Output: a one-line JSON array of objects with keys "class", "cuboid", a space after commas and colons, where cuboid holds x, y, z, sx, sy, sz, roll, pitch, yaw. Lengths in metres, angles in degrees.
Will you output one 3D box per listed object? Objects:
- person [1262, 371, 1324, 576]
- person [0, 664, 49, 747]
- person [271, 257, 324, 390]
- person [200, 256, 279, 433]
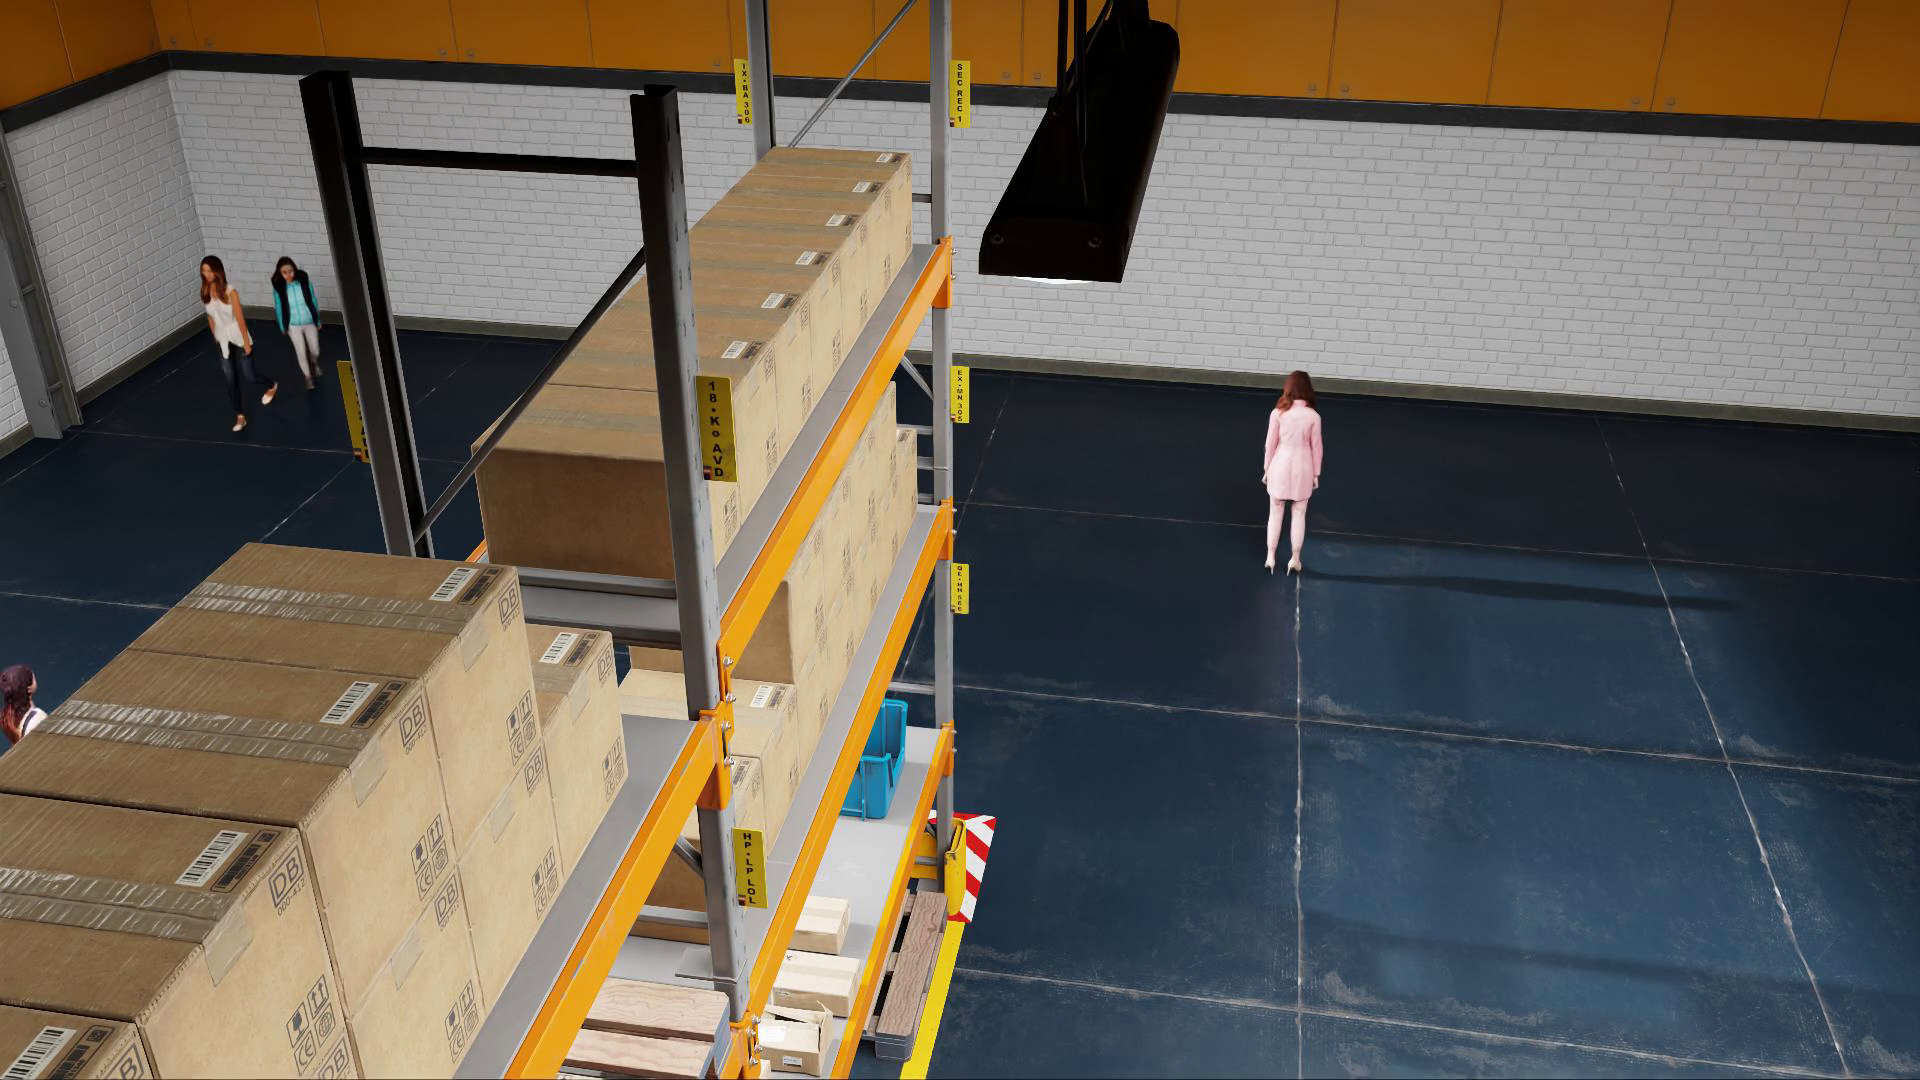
[{"class": "person", "cuboid": [2.735, -0.543, 13.788, 0.633, 1.800, 0.535, 7, 29, 13]}, {"class": "person", "cuboid": [-5.636, 1.549, 10.149, 0.628, 1.613, 1.001, 8, 30, 14]}, {"class": "person", "cuboid": [-6.885, -2.286, 17.333, 0.795, 1.465, 0.874, -15, 32, -26]}, {"class": "person", "cuboid": [-7.149, -1.993, 16.483, 0.590, 1.765, 0.953, 7, 29, 13]}]
